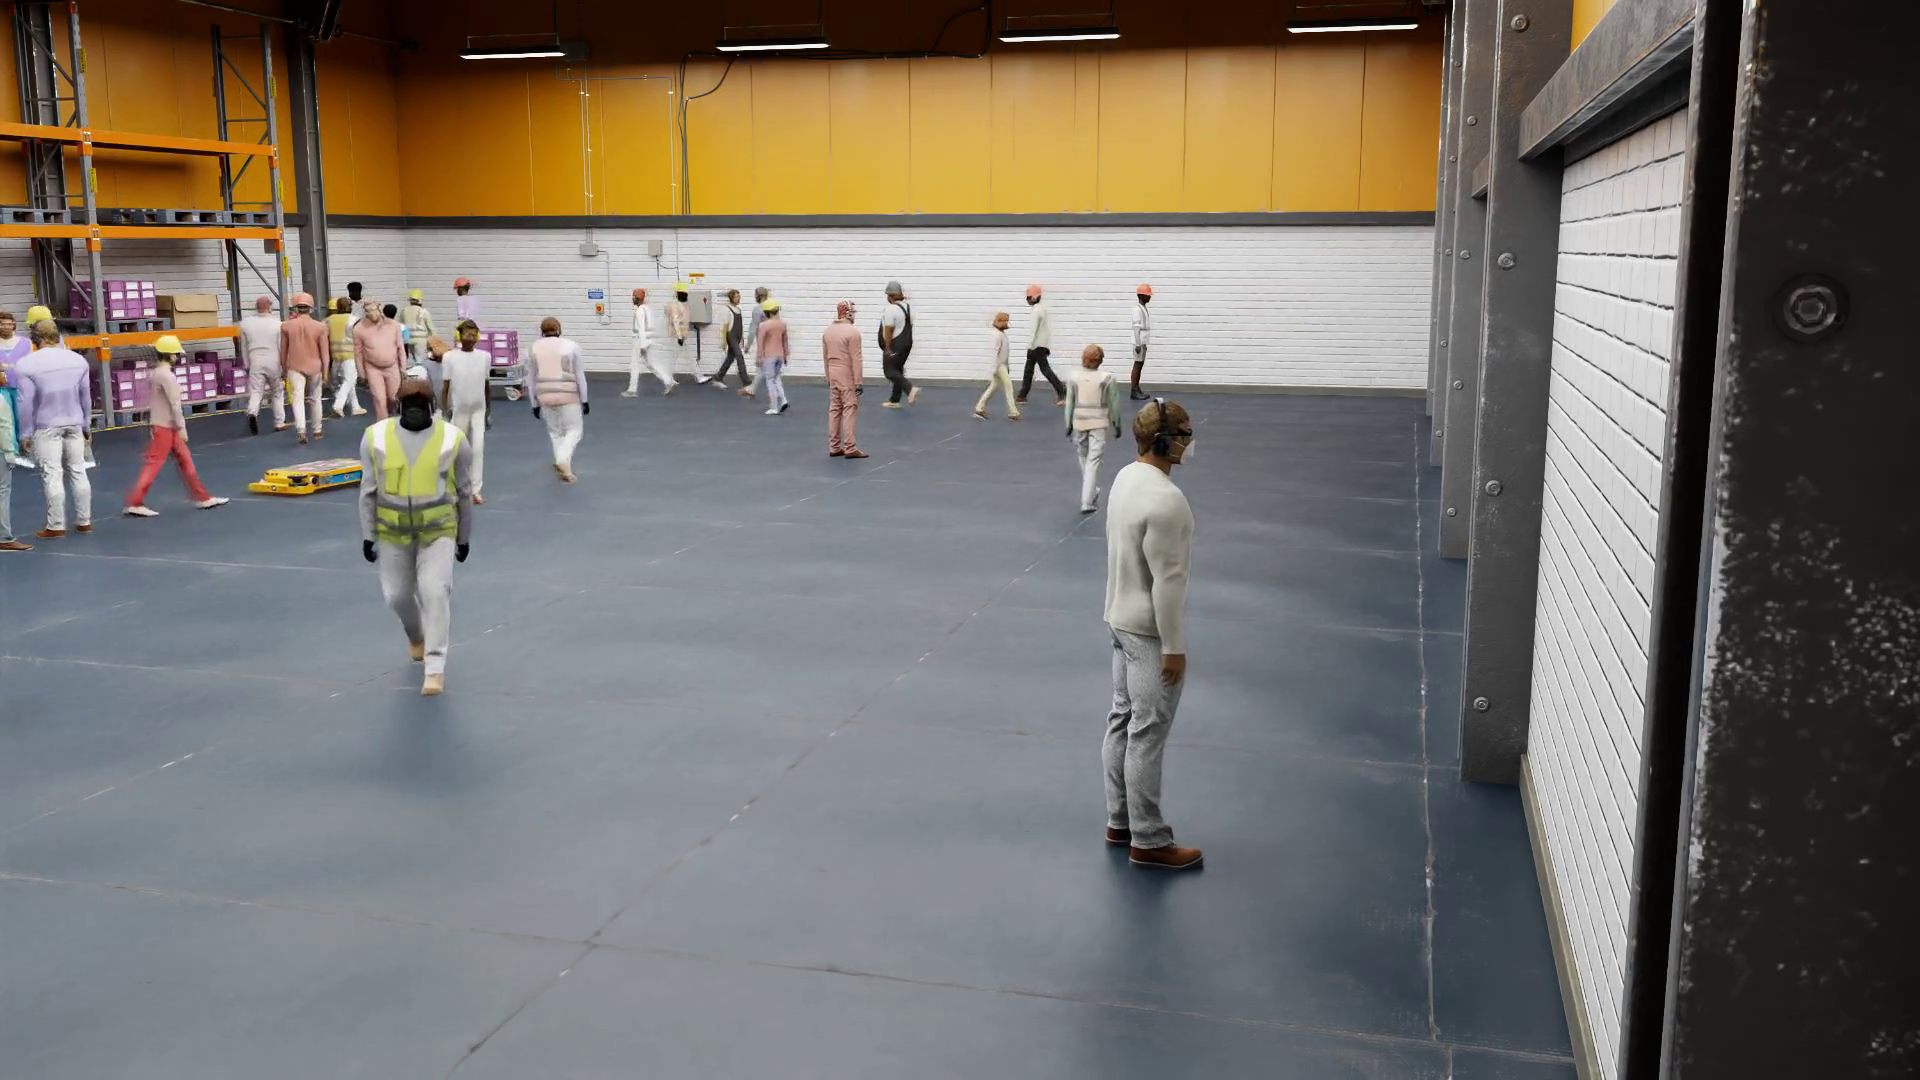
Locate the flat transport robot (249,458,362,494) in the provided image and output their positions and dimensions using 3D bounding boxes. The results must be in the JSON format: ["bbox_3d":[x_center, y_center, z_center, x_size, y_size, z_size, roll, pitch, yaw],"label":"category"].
[{"bbox_3d":[-6.772,-0.689,17.663,0.652,0.197,1.431,4,11,20],"label":"flat transport robot"}]

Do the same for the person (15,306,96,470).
[{"bbox_3d":[-10.366,-1.700,18.847,0.955,1.870,0.608,-7,12,-33],"label":"person"}]

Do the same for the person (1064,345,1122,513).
[{"bbox_3d":[1.311,-1.090,16.185,0.524,1.597,0.856,5,11,25],"label":"person"}]

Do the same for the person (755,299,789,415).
[{"bbox_3d":[-2.858,-2.777,25.305,0.385,1.754,0.531,8,13,39],"label":"person"}]

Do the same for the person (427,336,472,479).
[{"bbox_3d":[-5.499,-1.378,17.803,0.582,1.603,0.327,5,11,26],"label":"person"}]

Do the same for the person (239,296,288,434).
[{"bbox_3d":[-9.483,-2.387,22.697,0.645,1.885,0.797,-1,10,-7],"label":"person"}]

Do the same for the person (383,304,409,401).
[{"bbox_3d":[-8.806,-2.822,25.782,0.542,1.671,0.752,-3,11,-19],"label":"person"}]

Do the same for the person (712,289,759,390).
[{"bbox_3d":[-4.049,-3.566,29.635,0.944,1.805,0.524,3,11,18],"label":"person"}]

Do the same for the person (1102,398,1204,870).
[{"bbox_3d":[0.787,0.381,6.884,0.379,1.940,0.629,-2,10,-12],"label":"person"}]

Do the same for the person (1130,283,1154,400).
[{"bbox_3d":[3.048,-3.313,27.806,0.373,1.935,0.547,3,10,17],"label":"person"}]

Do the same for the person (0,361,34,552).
[{"bbox_3d":[-8.084,-0.719,13.972,0.499,1.634,0.280,8,13,37],"label":"person"}]

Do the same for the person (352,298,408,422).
[{"bbox_3d":[-7.629,-2.240,21.885,0.669,1.883,0.623,-6,12,-32],"label":"person"}]

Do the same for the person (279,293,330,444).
[{"bbox_3d":[-8.553,-2.243,21.715,0.616,1.961,0.966,-3,11,-18],"label":"person"}]

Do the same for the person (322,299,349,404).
[{"bbox_3d":[-10.189,-3.093,27.225,0.498,1.711,0.797,-4,11,-24],"label":"person"}]

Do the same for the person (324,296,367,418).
[{"bbox_3d":[-9.234,-2.747,24.970,0.633,1.810,0.888,3,10,17],"label":"person"}]

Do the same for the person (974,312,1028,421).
[{"bbox_3d":[0.580,-2.554,24.478,0.833,1.593,0.510,2,10,11],"label":"person"}]

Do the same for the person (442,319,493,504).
[{"bbox_3d":[-4.949,-1.301,16.695,0.504,1.843,0.755,-6,11,-29],"label":"person"}]

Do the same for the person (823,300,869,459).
[{"bbox_3d":[-1.371,-1.941,20.125,0.400,1.907,0.644,-9,13,-40],"label":"person"}]

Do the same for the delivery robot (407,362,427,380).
[{"bbox_3d":[-9.322,-2.816,28.636,0.707,0.478,0.477,-4,11,-24],"label":"delivery robot"}]

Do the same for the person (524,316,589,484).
[{"bbox_3d":[-4.306,-1.477,17.748,0.664,1.816,0.545,1,10,6],"label":"person"}]

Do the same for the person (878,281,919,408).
[{"bbox_3d":[-0.953,-3.073,26.153,0.728,2.000,0.694,5,11,28],"label":"person"}]

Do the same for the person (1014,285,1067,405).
[{"bbox_3d":[1.323,-3.149,26.886,1.034,1.947,0.619,2,10,12],"label":"person"}]

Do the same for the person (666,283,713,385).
[{"bbox_3d":[-5.029,-3.761,30.481,0.958,1.876,0.619,3,10,17],"label":"person"}]

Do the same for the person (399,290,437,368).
[{"bbox_3d":[-9.507,-3.503,29.309,0.610,1.780,0.914,4,11,21],"label":"person"}]

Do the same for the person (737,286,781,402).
[{"bbox_3d":[-3.299,-3.213,27.349,0.990,1.888,0.655,4,11,22],"label":"person"}]

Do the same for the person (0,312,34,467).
[{"bbox_3d":[-11.219,-1.795,19.625,0.575,1.807,0.930,-8,13,-38],"label":"person"}]

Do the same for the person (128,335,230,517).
[{"bbox_3d":[-7.536,-1.092,15.859,0.942,1.712,0.527,-7,12,-36],"label":"person"}]

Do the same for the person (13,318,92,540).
[{"bbox_3d":[-7.916,-0.965,14.544,0.420,1.930,0.652,7,12,34],"label":"person"}]

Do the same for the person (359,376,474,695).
[{"bbox_3d":[-3.141,-0.055,9.684,0.631,1.822,0.737,-2,10,-8],"label":"person"}]

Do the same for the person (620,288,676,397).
[{"bbox_3d":[-5.320,-3.349,28.277,0.891,1.854,0.585,1,10,4],"label":"person"}]

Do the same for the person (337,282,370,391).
[{"bbox_3d":[-10.650,-3.570,29.270,0.830,1.927,0.618,-2,10,-12],"label":"person"}]

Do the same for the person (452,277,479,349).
[{"bbox_3d":[-8.874,-3.680,29.705,0.851,1.996,0.650,3,11,19],"label":"person"}]
